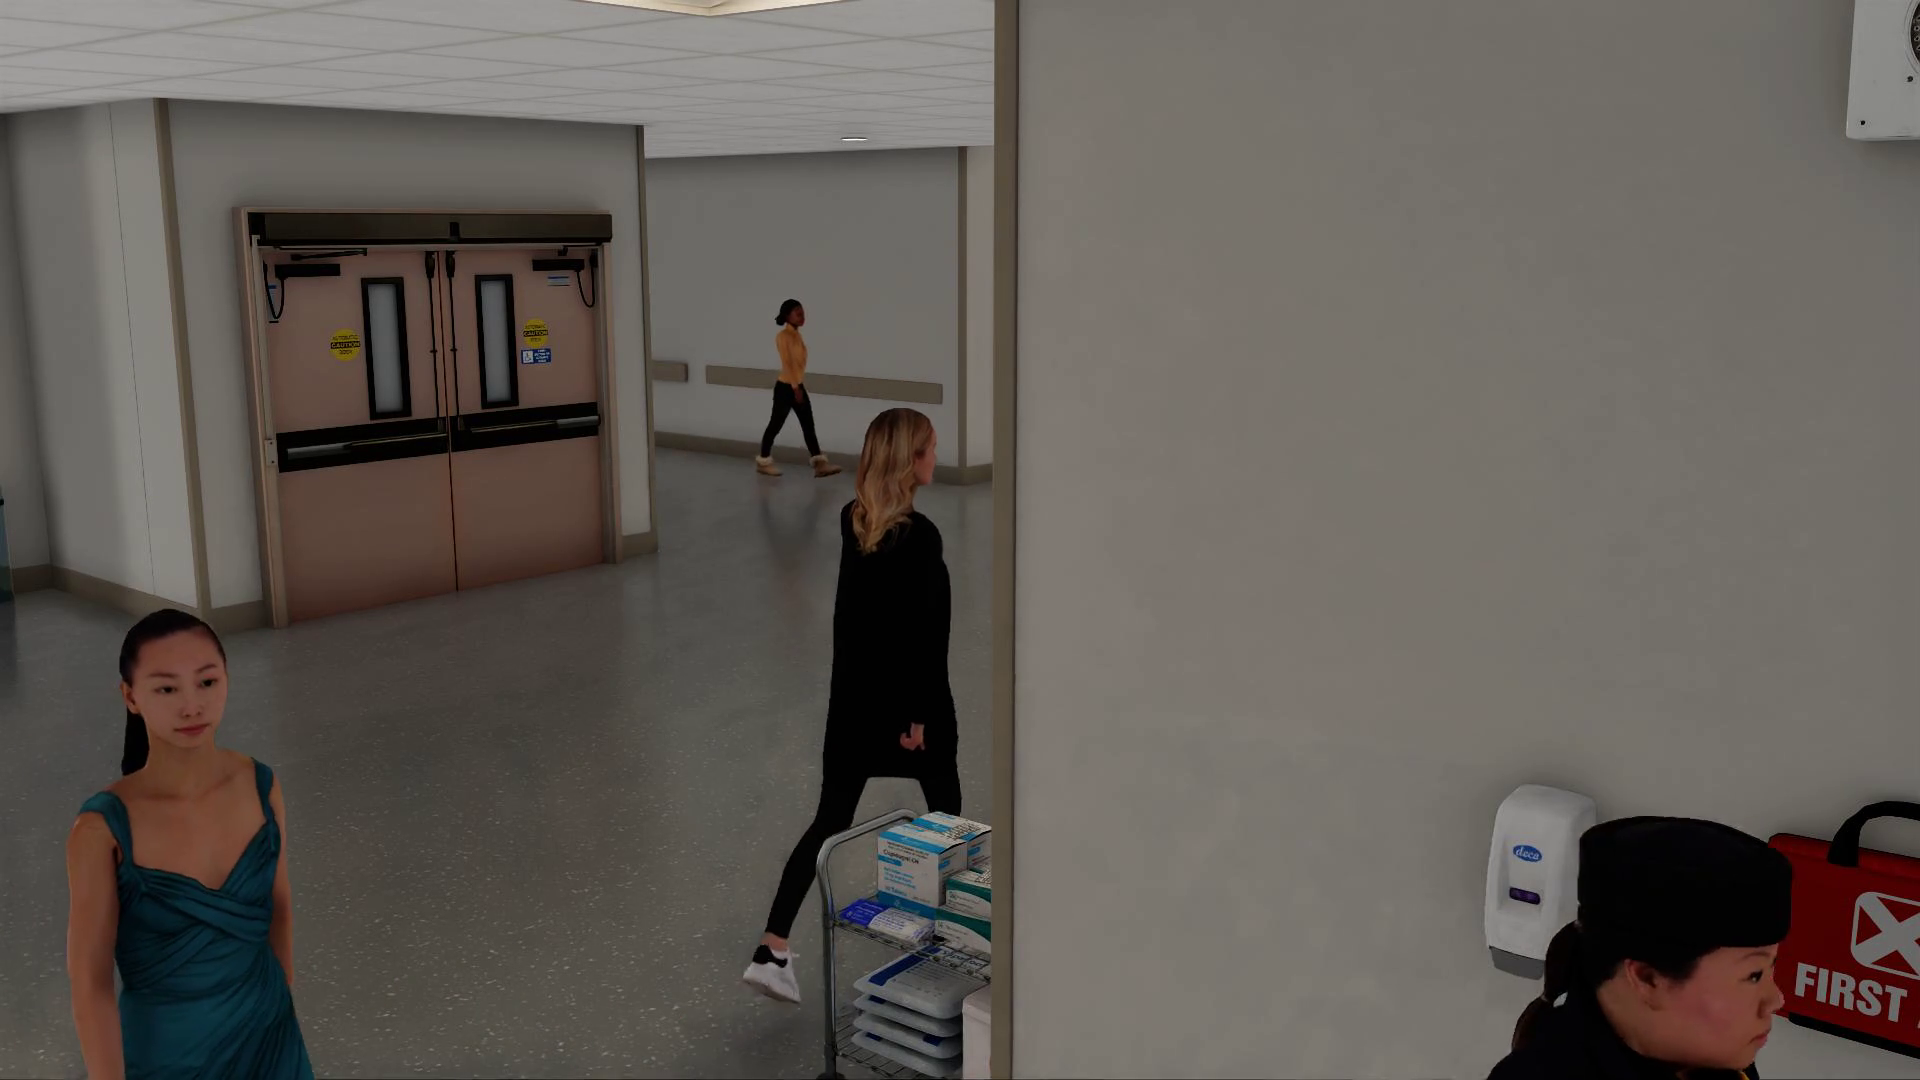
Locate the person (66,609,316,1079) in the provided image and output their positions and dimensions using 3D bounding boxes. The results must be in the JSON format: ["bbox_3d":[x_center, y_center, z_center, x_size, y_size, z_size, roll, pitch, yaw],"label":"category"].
[{"bbox_3d":[-1.405,0.951,3.018,1.009,1.635,0.732,-10,15,-42],"label":"person"}]

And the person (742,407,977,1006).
[{"bbox_3d":[-0.291,0.532,4.887,0.641,1.761,1.193,9,14,39],"label":"person"}]

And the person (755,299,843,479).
[{"bbox_3d":[-1.621,-1.340,15.146,0.786,1.613,1.087,6,12,28],"label":"person"}]

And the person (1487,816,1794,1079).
[{"bbox_3d":[0.698,1.120,2.055,0.727,1.662,0.572,9,14,41],"label":"person"}]
